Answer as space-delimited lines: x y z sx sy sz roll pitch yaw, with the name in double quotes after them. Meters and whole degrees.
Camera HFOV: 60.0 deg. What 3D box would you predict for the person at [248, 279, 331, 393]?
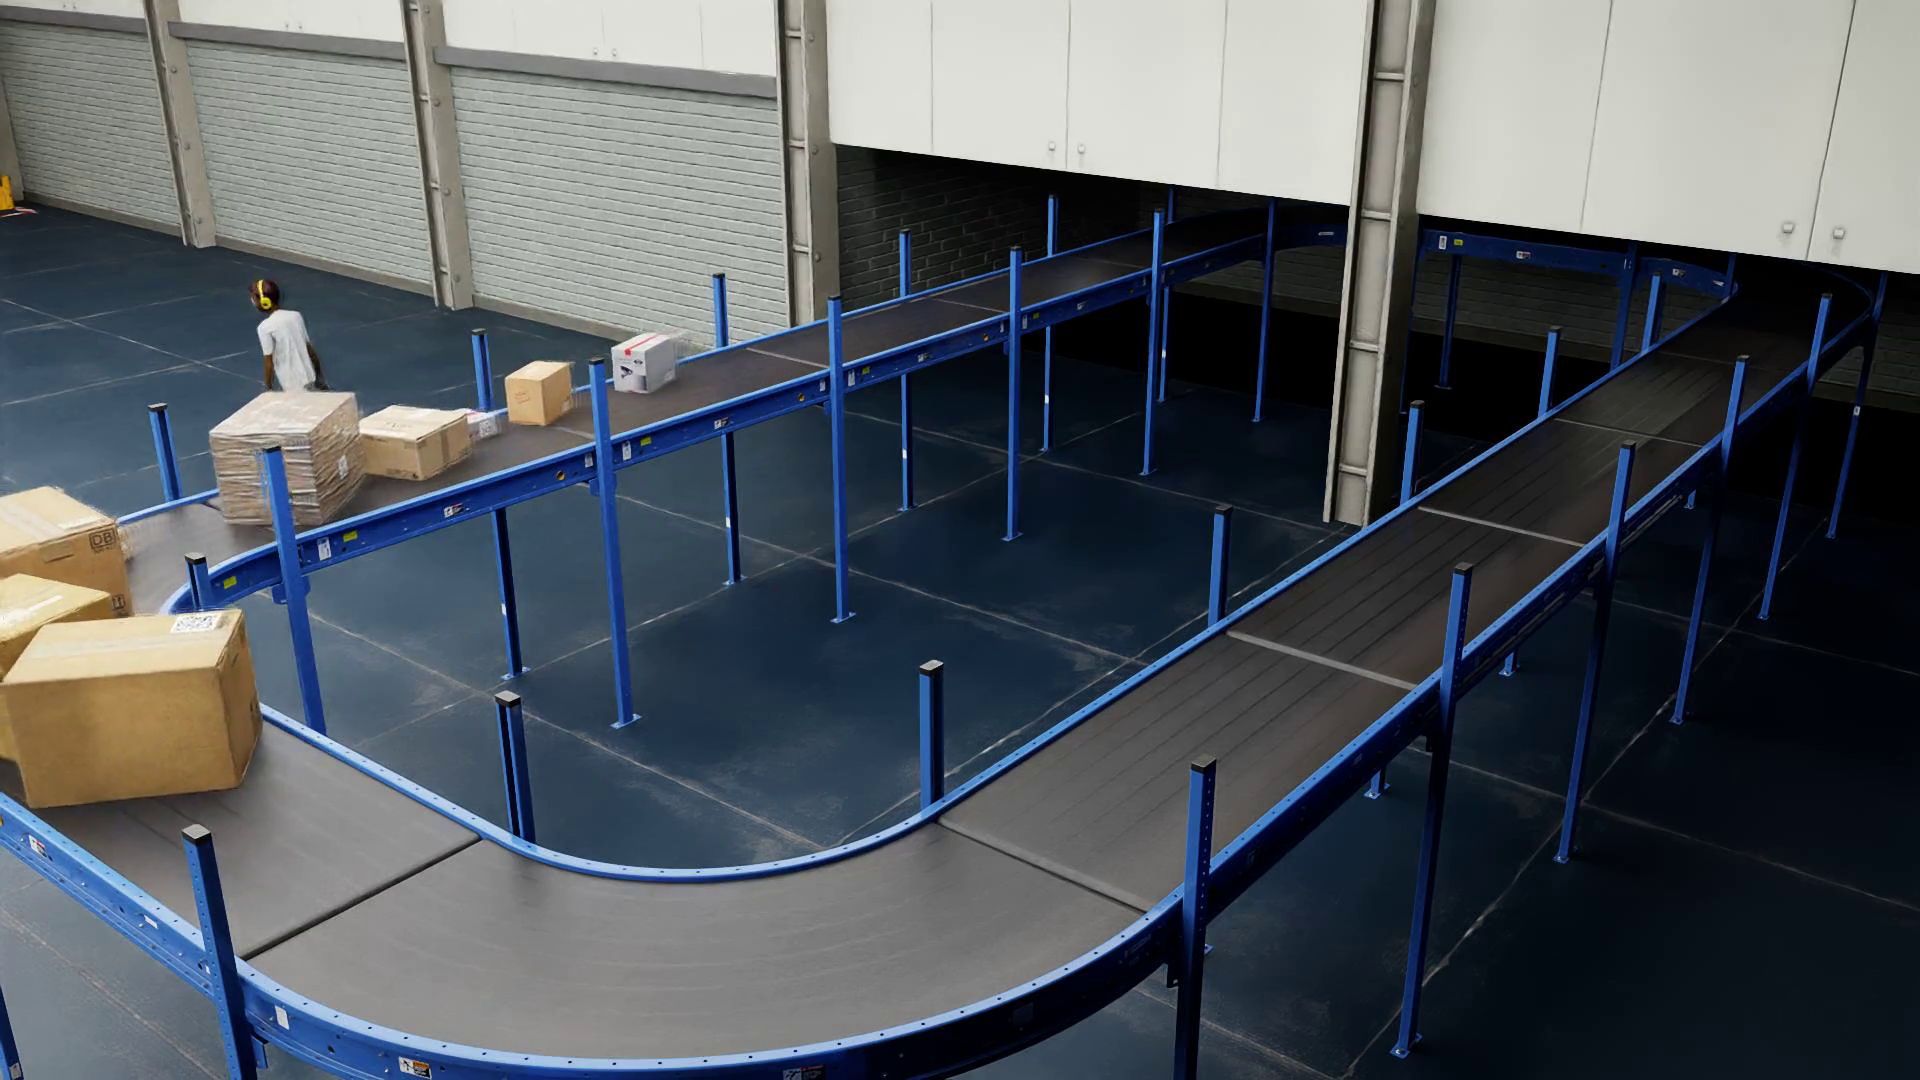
-5.601 -1.301 14.036 1.004 1.816 0.567 5 22 12 "person"
